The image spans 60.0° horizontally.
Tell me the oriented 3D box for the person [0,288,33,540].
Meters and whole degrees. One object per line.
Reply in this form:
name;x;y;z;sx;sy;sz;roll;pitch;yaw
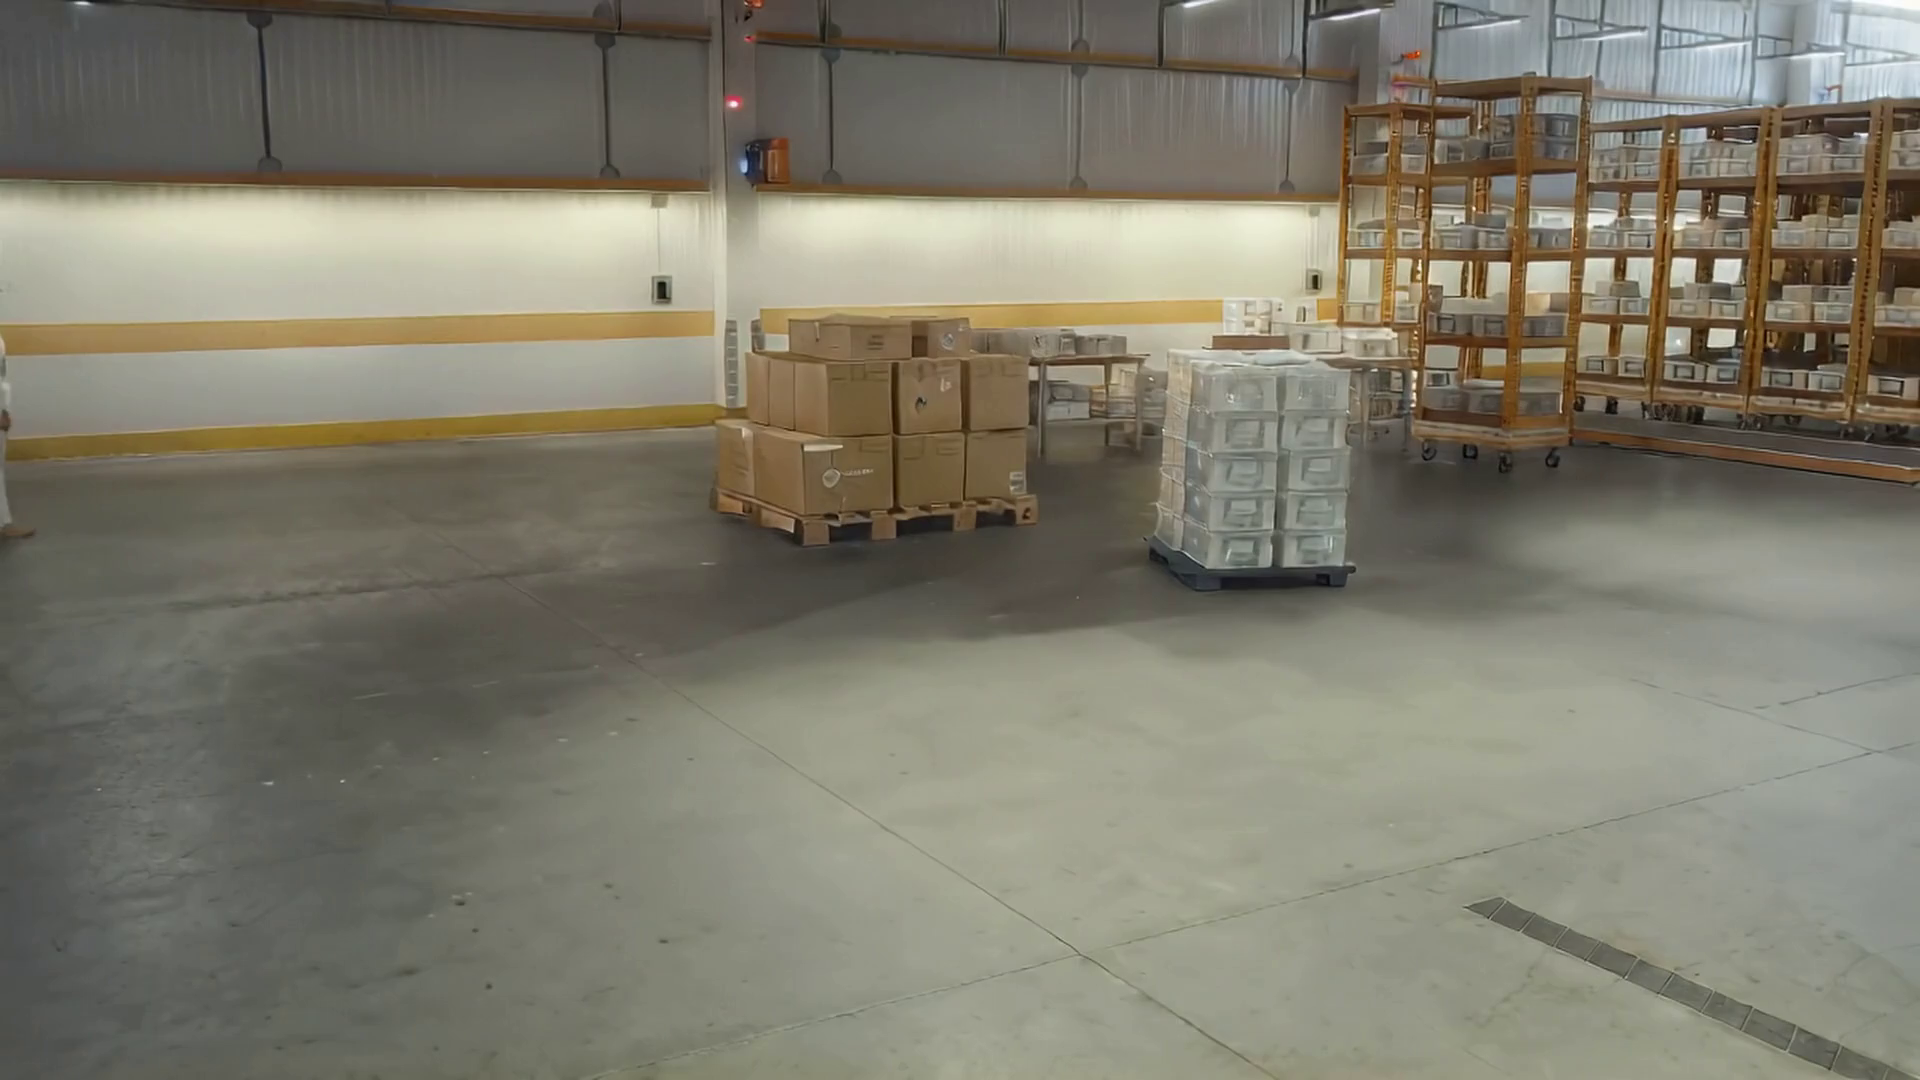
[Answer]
person;-6.922;-0.966;11.791;0.616;1.942;0.408;7;12;34
